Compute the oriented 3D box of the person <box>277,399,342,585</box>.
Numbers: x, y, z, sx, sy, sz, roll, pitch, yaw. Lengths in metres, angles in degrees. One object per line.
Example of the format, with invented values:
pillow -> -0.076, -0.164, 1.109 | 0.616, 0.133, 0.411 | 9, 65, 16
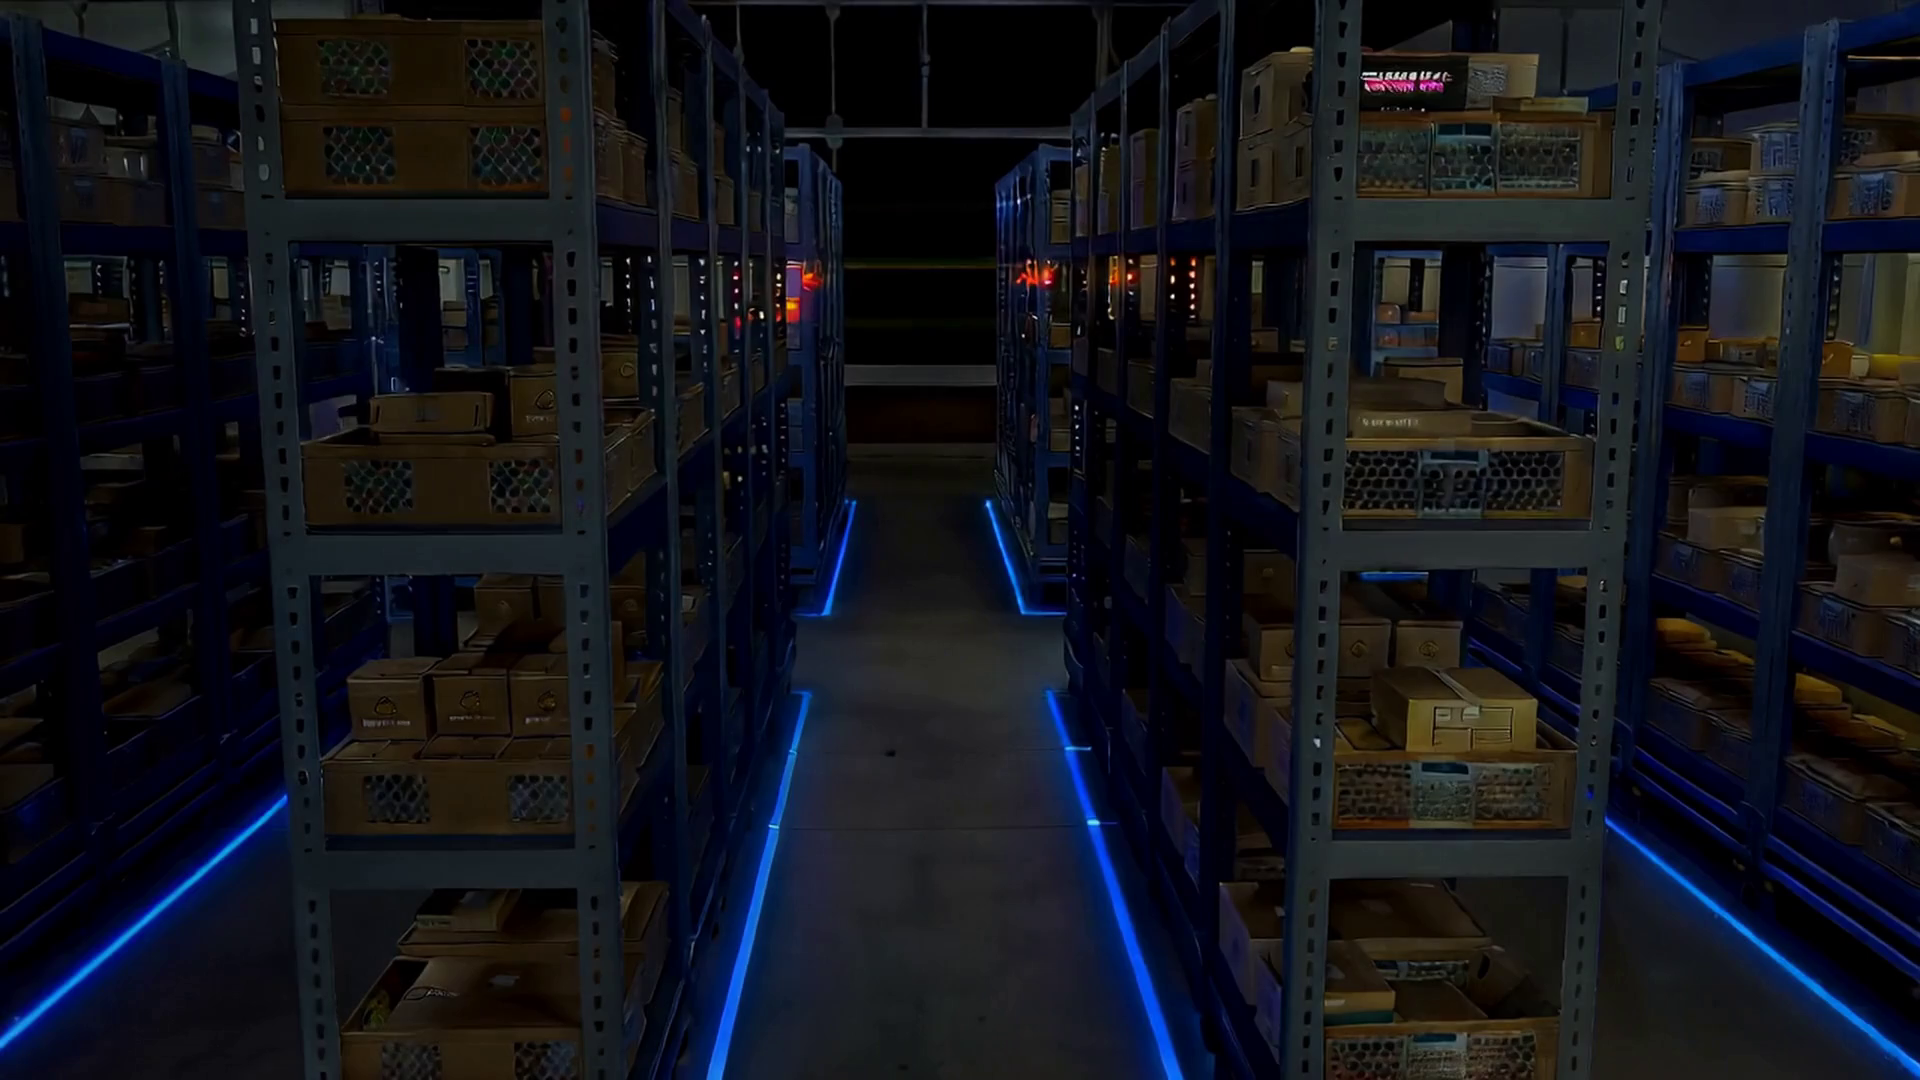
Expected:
person -> -5.421, -0.573, 13.873 | 0.611, 1.971, 0.467 | 2, 10, 12
